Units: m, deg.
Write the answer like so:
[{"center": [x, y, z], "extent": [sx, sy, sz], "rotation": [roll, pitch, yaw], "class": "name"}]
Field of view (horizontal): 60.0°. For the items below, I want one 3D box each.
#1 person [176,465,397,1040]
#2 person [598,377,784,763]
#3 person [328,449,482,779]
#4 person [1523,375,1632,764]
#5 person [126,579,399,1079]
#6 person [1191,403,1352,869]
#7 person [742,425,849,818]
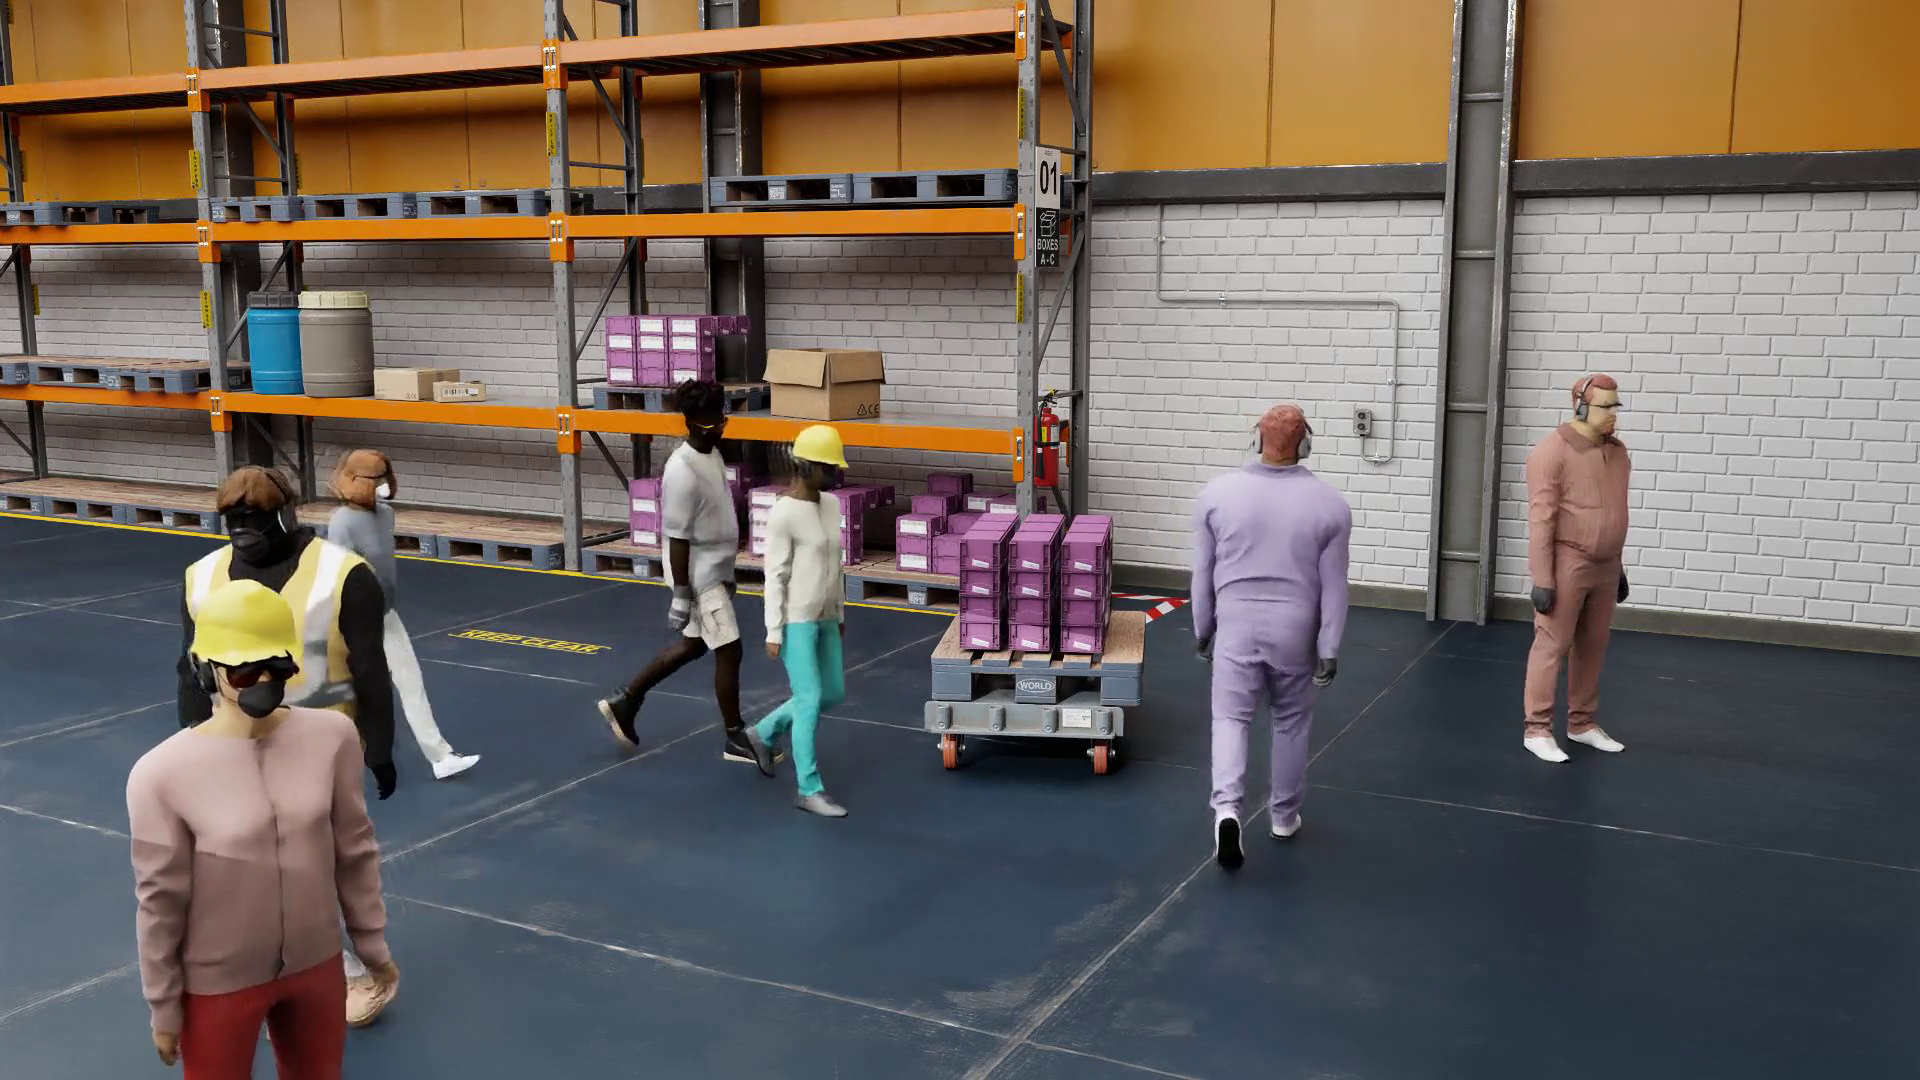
[{"center": [-2.096, 0.670, 5.193], "extent": [0.643, 1.823, 0.443], "rotation": [1, 9, 5], "class": "person"}, {"center": [-1.339, 0.163, 8.032], "extent": [0.878, 1.923, 0.653], "rotation": [0, 9, 1], "class": "person"}, {"center": [-2.701, 0.373, 7.740], "extent": [0.847, 1.586, 0.528], "rotation": [2, 9, 14], "class": "person"}, {"center": [3.088, 0.143, 8.213], "extent": [0.680, 1.898, 0.393], "rotation": [-5, 11, -30], "class": "person"}, {"center": [-1.523, 0.949, 3.665], "extent": [0.357, 1.764, 0.531], "rotation": [8, 12, 39], "class": "person"}, {"center": [1.252, 0.383, 6.798], "extent": [0.647, 1.885, 0.837], "rotation": [2, 10, 15], "class": "person"}, {"center": [-0.736, 0.343, 7.426], "extent": [0.563, 1.738, 0.540], "rotation": [5, 10, 28], "class": "person"}]
